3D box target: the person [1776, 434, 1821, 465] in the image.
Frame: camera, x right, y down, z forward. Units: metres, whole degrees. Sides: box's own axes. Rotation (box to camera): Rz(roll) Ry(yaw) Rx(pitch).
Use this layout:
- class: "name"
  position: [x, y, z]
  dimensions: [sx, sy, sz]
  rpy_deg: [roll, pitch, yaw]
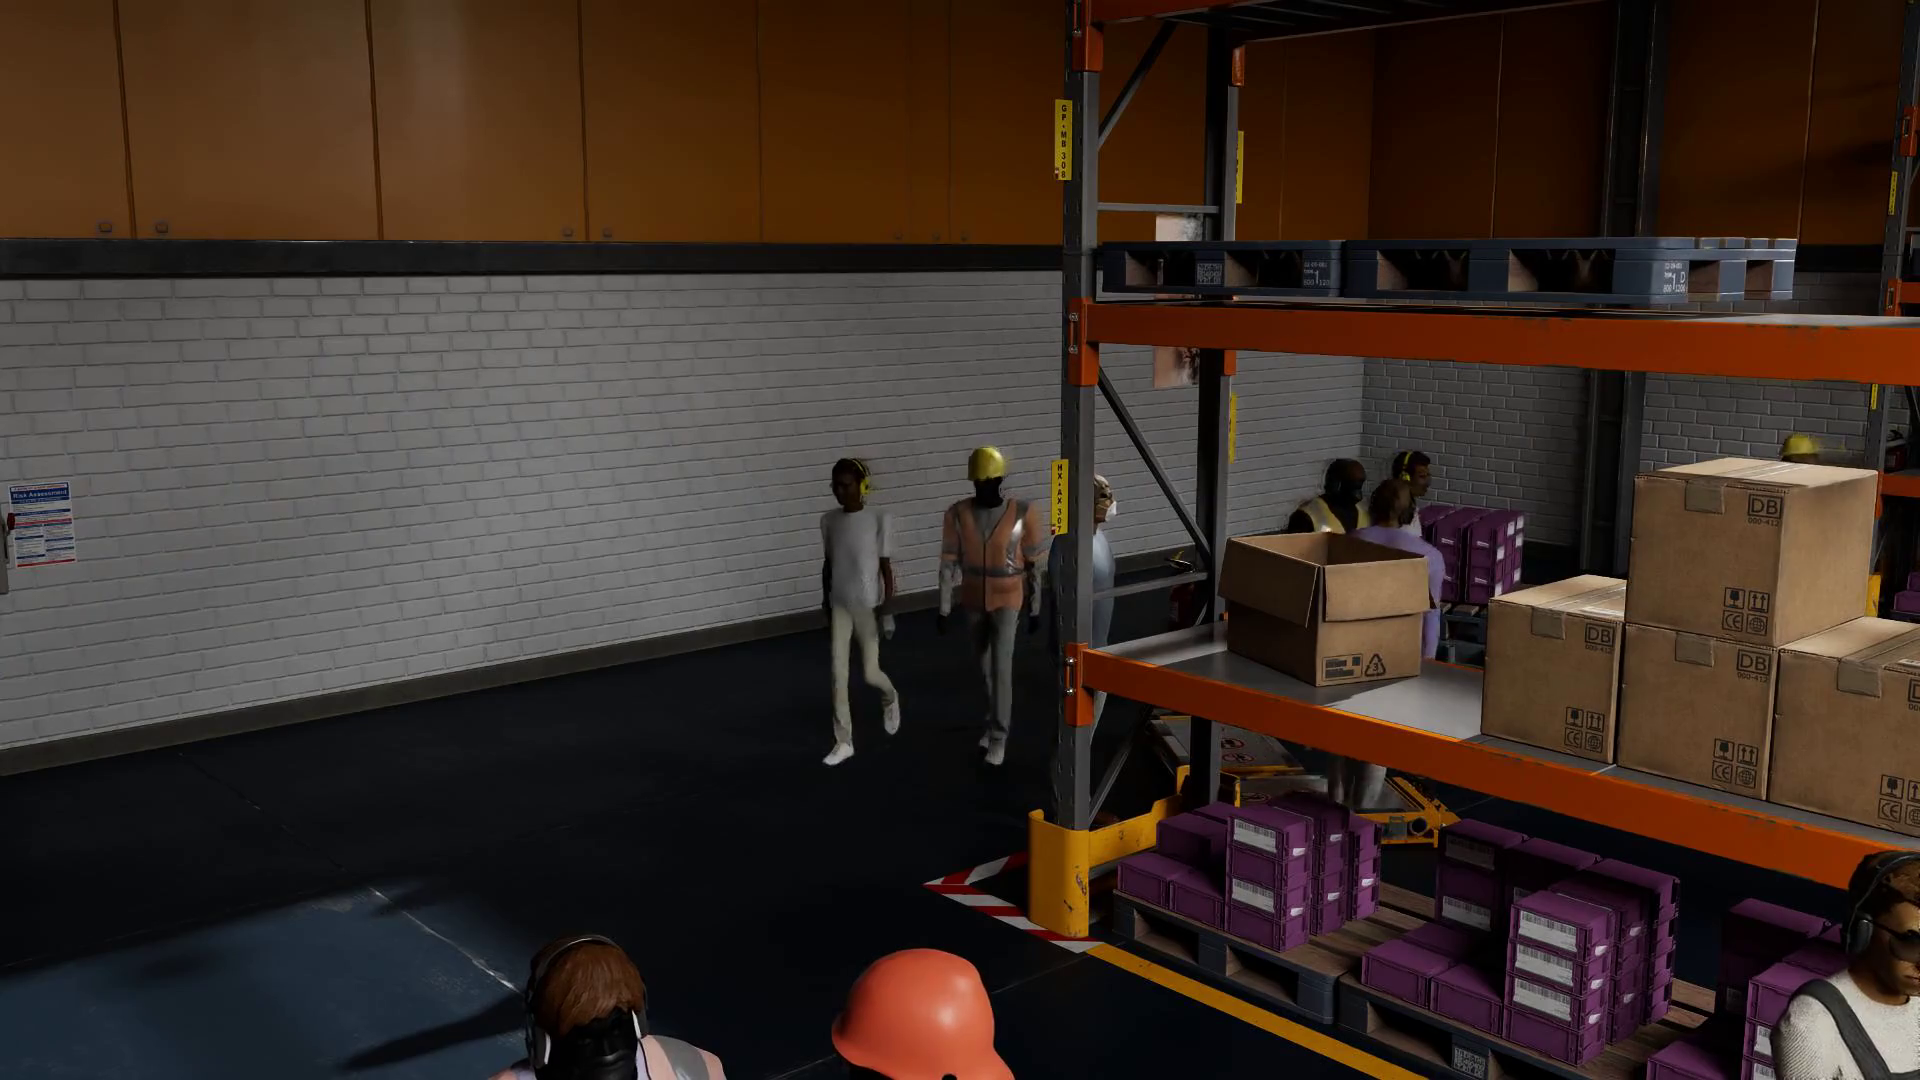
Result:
- class: "person"
  position: [6.247, 0.069, 12.393]
  dimensions: [0.404, 1.723, 0.521]
  rpy_deg: [3, 10, 19]

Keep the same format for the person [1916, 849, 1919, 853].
- class: "person"
  position: [2.381, 1.482, 4.085]
  dimensions: [0.540, 1.720, 0.910]
  rpy_deg: [-8, 13, -40]

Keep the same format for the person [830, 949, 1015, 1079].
- class: "person"
  position: [-0.097, 1.607, 2.801]
  dimensions: [0.373, 1.929, 0.542]
  rpy_deg: [2, 10, 12]

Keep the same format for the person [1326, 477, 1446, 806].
- class: "person"
  position: [2.154, 0.632, 8.585]
  dimensions: [0.638, 1.904, 0.485]
  rpy_deg: [4, 11, 23]

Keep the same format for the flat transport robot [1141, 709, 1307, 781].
- class: "flat transport robot"
  position: [1.518, 1.255, 9.705]
  dimensions: [0.652, 0.197, 1.431]
  rpy_deg: [-1, 10, -5]

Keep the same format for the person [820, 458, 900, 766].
- class: "person"
  position: [-0.593, 0.405, 10.074]
  dimensions: [0.524, 1.848, 0.673]
  rpy_deg: [4, 10, 22]

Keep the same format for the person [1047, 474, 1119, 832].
- class: "person"
  position: [0.643, 0.606, 8.629]
  dimensions: [0.365, 1.940, 0.636]
  rpy_deg: [3, 10, 18]

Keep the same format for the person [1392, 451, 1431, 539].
- class: "person"
  position: [2.687, 0.368, 10.250]
  dimensions: [0.505, 1.860, 0.536]
  rpy_deg: [6, 11, 32]

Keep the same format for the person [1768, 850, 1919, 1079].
- class: "person"
  position: [1.877, 1.529, 3.509]
  dimensions: [0.507, 1.842, 0.351]
  rpy_deg: [-6, 12, -33]

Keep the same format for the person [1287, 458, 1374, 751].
- class: "person"
  position: [2.269, 0.408, 10.111]
  dimensions: [0.648, 1.826, 0.429]
  rpy_deg: [-6, 11, -30]

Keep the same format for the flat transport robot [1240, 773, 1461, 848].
- class: "flat transport robot"
  position: [1.881, 1.424, 8.716]
  dimensions: [1.431, 0.197, 0.652]
  rpy_deg: [-1, 10, -5]

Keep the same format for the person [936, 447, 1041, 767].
- class: "person"
  position: [0.152, 0.394, 10.003]
  dimensions: [0.600, 1.889, 0.874]
  rpy_deg: [3, 10, 19]

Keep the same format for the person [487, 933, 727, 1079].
- class: "person"
  position: [-0.659, 1.605, 3.065]
  dimensions: [0.633, 1.843, 0.429]
  rpy_deg: [-7, 12, -36]
